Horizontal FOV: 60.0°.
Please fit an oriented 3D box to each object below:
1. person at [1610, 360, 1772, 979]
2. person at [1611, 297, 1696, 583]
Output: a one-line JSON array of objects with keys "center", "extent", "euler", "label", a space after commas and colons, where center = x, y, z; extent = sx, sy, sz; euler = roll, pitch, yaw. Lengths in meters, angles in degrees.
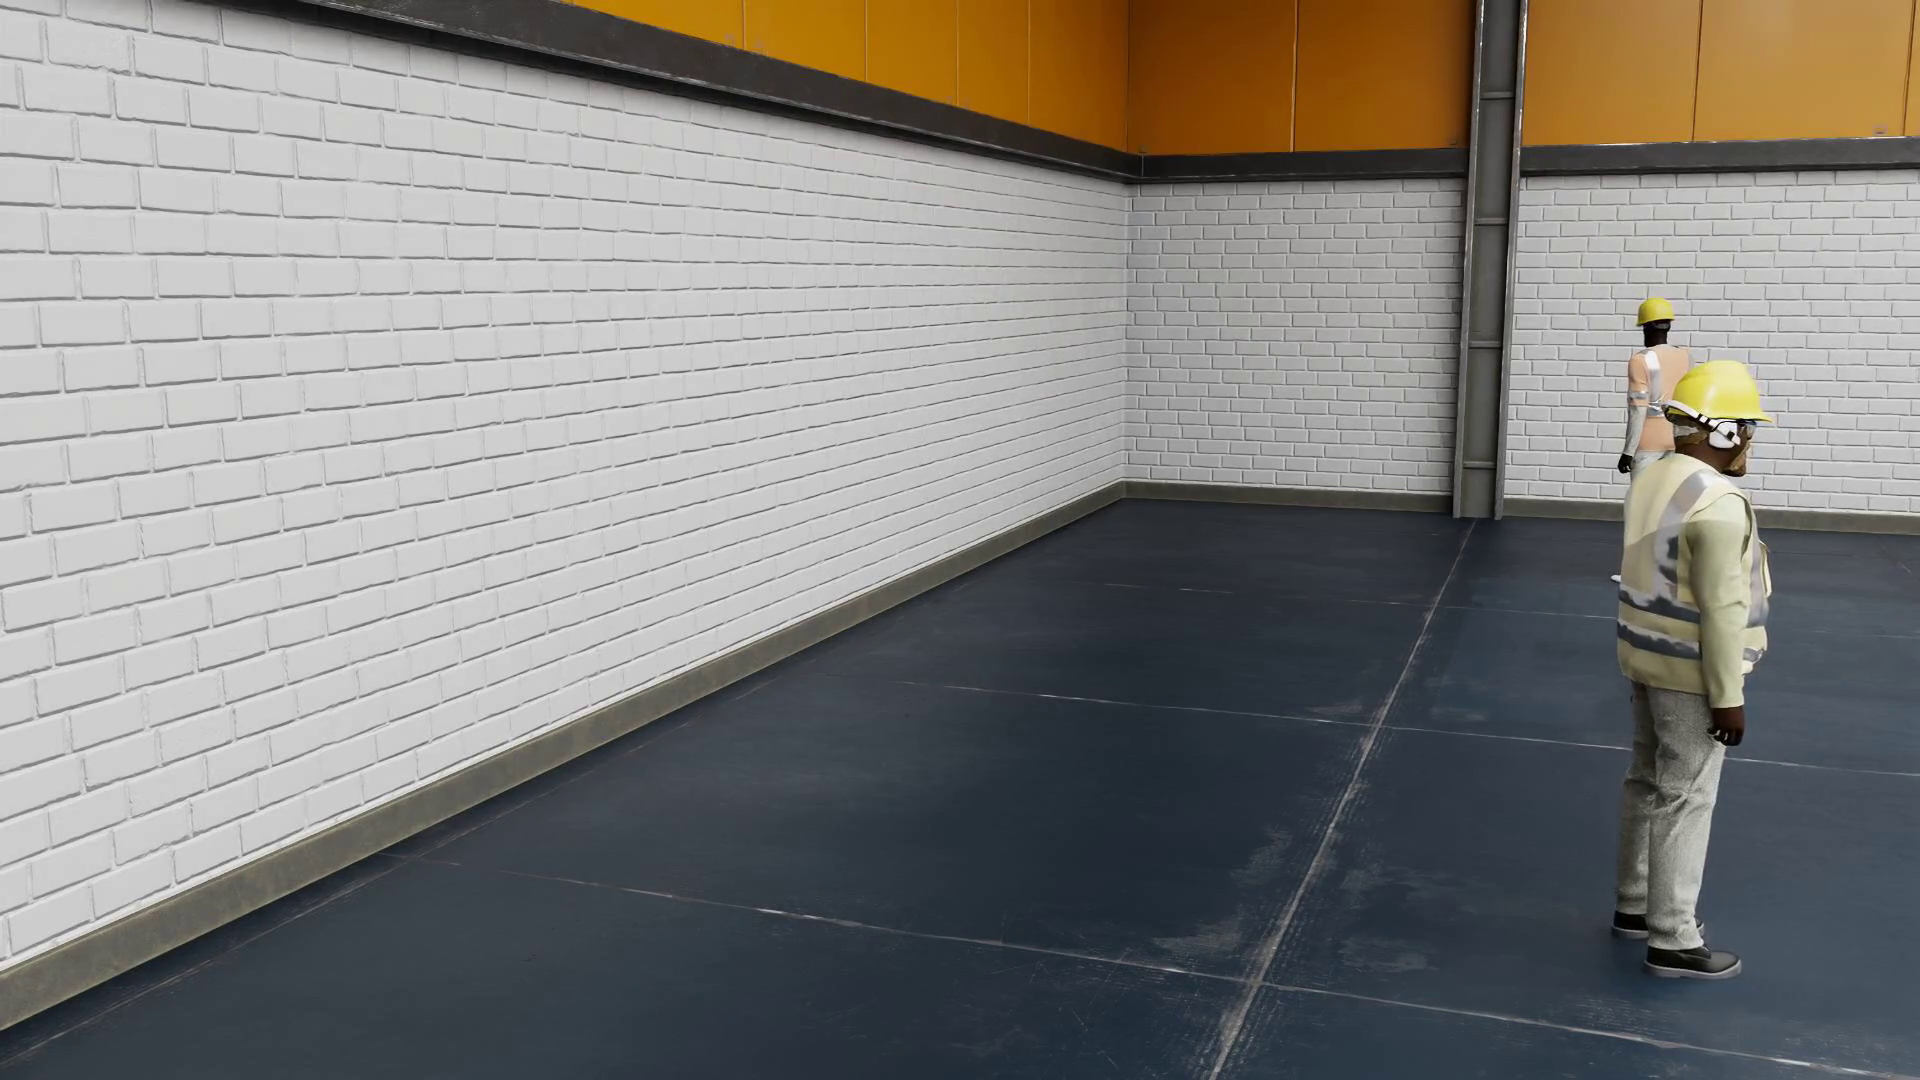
[{"center": [2.178, 0.380, 4.970], "extent": [0.403, 1.825, 0.597], "euler": [0, 9, 2], "label": "person"}, {"center": [4.618, -0.650, 11.114], "extent": [0.594, 1.919, 0.380], "euler": [-5, 11, -31], "label": "person"}]
